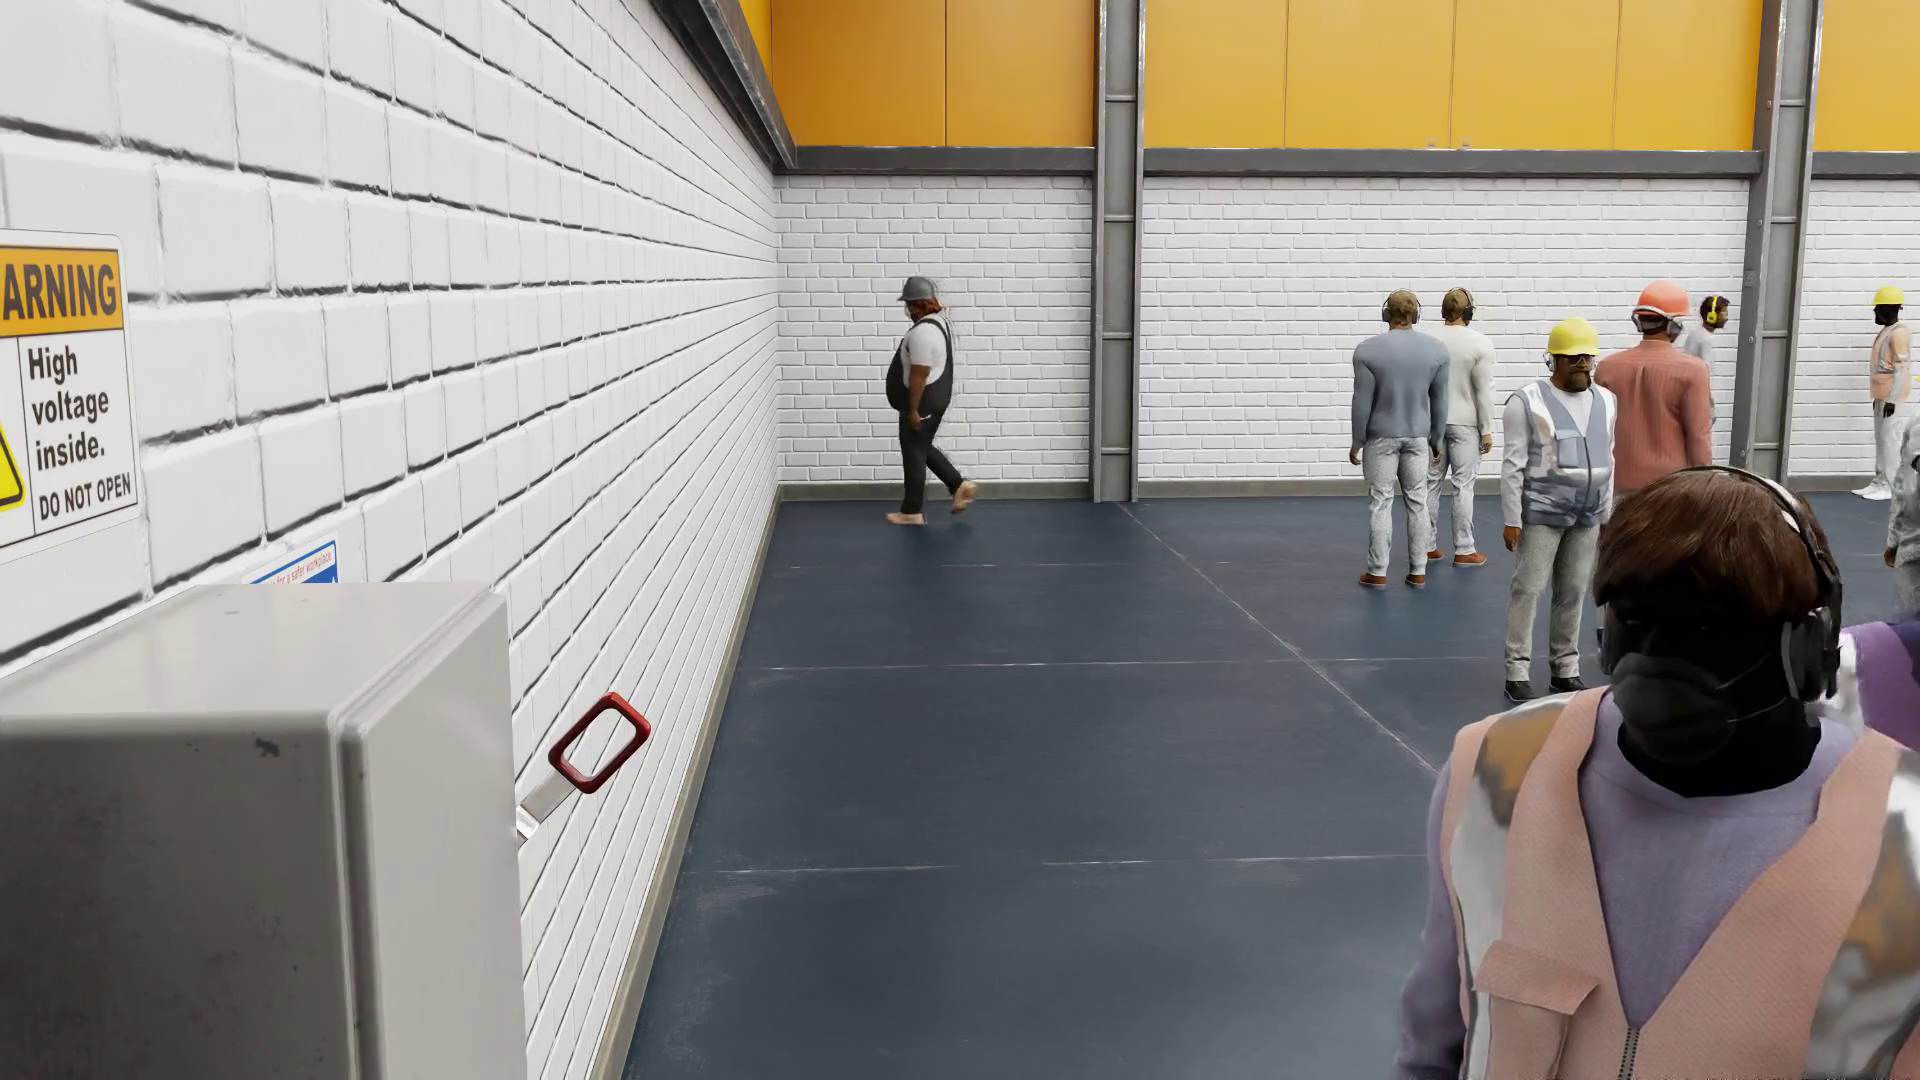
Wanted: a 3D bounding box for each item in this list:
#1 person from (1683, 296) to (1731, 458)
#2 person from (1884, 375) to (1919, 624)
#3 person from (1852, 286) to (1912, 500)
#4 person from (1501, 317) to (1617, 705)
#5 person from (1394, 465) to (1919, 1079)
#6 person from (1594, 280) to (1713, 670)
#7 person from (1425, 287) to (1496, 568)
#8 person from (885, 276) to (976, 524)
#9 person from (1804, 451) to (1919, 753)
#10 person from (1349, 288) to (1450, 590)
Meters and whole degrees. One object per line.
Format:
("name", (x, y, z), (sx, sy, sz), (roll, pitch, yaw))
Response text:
("person", (6.425, -1.186, 14.447), (0.531, 1.843, 0.493), (1, 9, 5))
("person", (4.202, 0.025, 7.148), (0.313, 1.738, 0.483), (-4, 10, -24))
("person", (8.343, -1.320, 14.999), (0.388, 1.927, 0.589), (3, 9, 17))
("person", (2.828, -0.130, 7.823), (0.599, 1.830, 0.403), (-2, 9, -15))
("person", (0.726, 0.839, 1.718), (0.624, 1.844, 0.430), (8, 12, 41))
("person", (3.485, -0.299, 8.389), (0.393, 1.991, 0.629), (-8, 12, -42))
("person", (3.419, -0.778, 11.562), (0.627, 1.940, 0.372), (9, 13, 44))
("person", (-0.281, -1.131, 13.458), (0.654, 2.000, 0.694), (2, 9, 14))
("person", (1.039, 0.772, 1.613), (0.611, 2.000, 0.973), (0, 9, -3))
("person", (2.813, -0.640, 10.699), (0.635, 1.937, 0.353), (-1, 9, -3))
